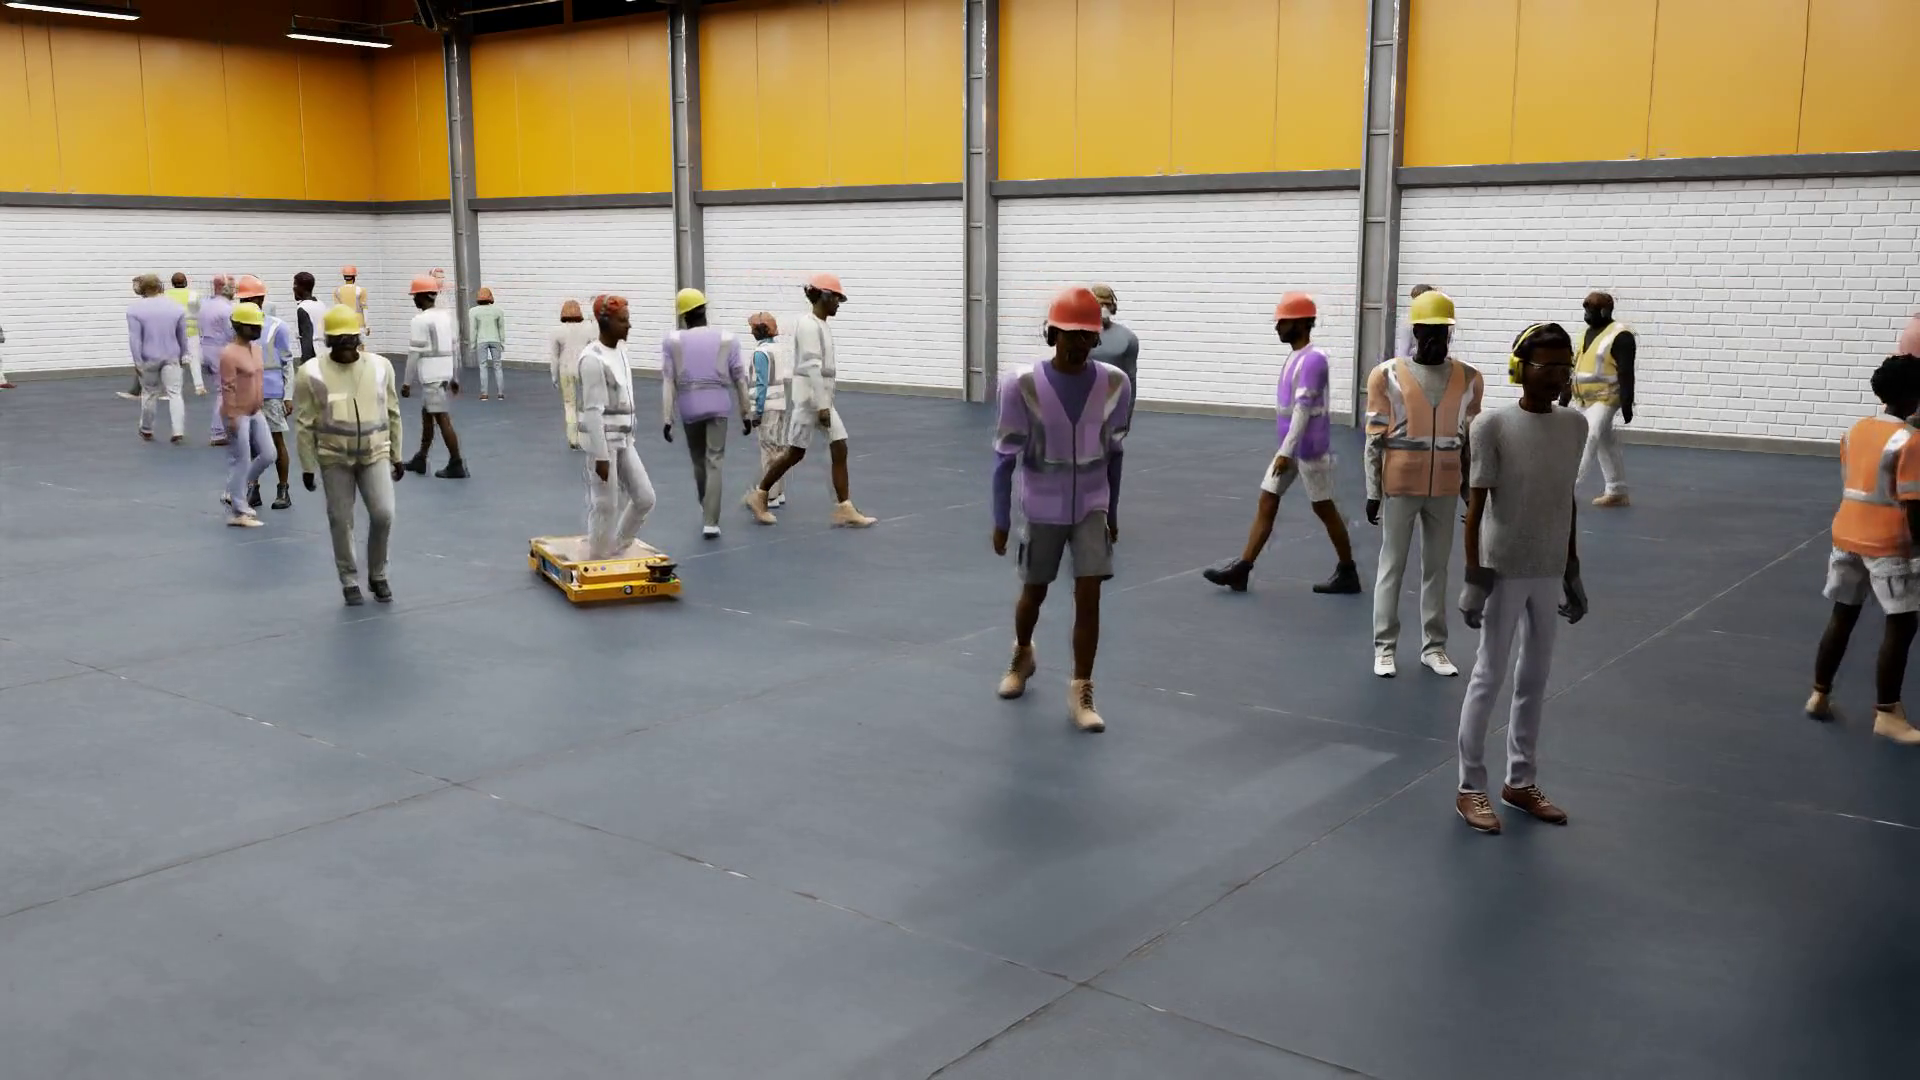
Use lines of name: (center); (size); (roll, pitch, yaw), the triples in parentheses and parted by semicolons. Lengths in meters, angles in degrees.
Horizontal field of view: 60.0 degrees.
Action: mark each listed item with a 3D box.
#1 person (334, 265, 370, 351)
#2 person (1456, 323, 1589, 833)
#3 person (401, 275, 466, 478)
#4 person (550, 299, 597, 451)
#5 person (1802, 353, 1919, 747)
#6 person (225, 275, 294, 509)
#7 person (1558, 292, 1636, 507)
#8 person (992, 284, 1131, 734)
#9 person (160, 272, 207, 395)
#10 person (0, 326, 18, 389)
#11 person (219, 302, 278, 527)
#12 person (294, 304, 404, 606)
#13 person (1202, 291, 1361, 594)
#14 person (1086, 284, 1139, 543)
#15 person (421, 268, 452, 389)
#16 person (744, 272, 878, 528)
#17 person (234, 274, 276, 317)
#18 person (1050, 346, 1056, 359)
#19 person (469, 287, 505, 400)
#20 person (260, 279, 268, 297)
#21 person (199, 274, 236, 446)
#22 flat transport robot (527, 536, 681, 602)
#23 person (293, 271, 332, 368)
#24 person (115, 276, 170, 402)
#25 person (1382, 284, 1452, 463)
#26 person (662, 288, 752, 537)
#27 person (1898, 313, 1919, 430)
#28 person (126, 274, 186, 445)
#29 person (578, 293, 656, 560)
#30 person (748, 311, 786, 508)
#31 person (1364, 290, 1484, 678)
person: (-9.959, -3.538, 27.300); (0.547, 1.938, 0.364); (-1, 10, -4)
person: (2.079, 0.138, 6.117); (0.535, 1.864, 0.309); (-3, 10, -19)
person: (-5.080, -1.535, 15.714); (0.883, 1.901, 0.559); (3, 10, 15)
person: (-4.122, -1.764, 17.852); (0.544, 1.621, 0.351); (-2, 10, -10)
person: (4.040, 0.028, 7.303); (0.332, 1.682, 0.732); (-2, 10, -9)
person: (-5.805, -1.213, 13.767); (0.552, 1.935, 0.360); (0, 10, 0)
person: (5.178, -1.142, 13.756); (0.953, 1.791, 0.658); (-2, 10, -13)
person: (0.431, -0.173, 7.608); (0.629, 1.997, 0.874); (-2, 10, -11)
person: (-11.666, -3.095, 25.003); (0.627, 1.845, 0.429); (-3, 10, -14)
person: (-15.159, -3.251, 25.909); (0.526, 1.847, 0.721); (8, 13, 39)
person: (-5.519, -0.964, 12.889); (0.469, 1.737, 0.561); (1, 10, 7)
person: (-3.622, -0.494, 9.928); (0.628, 1.813, 0.511); (-6, 11, -30)
person: (2.053, -0.587, 10.280); (0.996, 1.884, 0.547); (-2, 10, -9)
person: (1.021, -0.976, 12.517); (0.631, 1.901, 0.986); (0, 10, 2)
person: (-8.083, -3.258, 25.792); (0.403, 1.900, 0.639); (2, 10, 12)
person: (-1.180, -1.075, 12.861); (1.041, 1.978, 0.640); (3, 10, 15)
person: (-8.698, -2.352, 20.610); (0.516, 1.870, 0.349); (-5, 11, -29)
person: (0.984, -1.116, 14.172); (0.827, 1.599, 0.551); (0, 10, -2)
person: (-6.848, -2.837, 24.107); (0.501, 1.631, 0.286); (-5, 11, -26)
person: (-10.502, -3.006, 24.743); (0.574, 1.749, 0.540); (-6, 12, -32)
person: (-8.118, -1.989, 18.445); (0.559, 1.890, 0.662); (-9, 14, -44)
flat transport robot: (-2.310, 0.151, 10.671); (0.652, 0.197, 1.431); (-5, 11, -25)
person: (-7.143, -1.994, 18.364); (0.390, 1.920, 0.587); (-1, 10, -4)
person: (-11.652, -2.858, 23.735); (0.956, 1.796, 0.510); (-7, 12, -34)
person: (4.479, -1.606, 16.402); (0.654, 1.816, 0.727); (-4, 10, -21)
person: (-1.919, -0.974, 12.631); (0.656, 1.850, 1.031); (-1, 10, -7)
person: (7.252, -0.976, 12.486); (0.403, 1.904, 0.652); (8, 13, 39)
person: (-8.977, -2.018, 18.618); (0.638, 1.885, 1.027); (-8, 13, -39)
person: (-2.120, -0.575, 10.247); (0.469, 1.866, 0.616); (2, 10, 10)
person: (-1.603, -1.079, 13.854); (0.309, 1.640, 0.512); (2, 10, 9)
person: (2.313, -0.273, 8.313); (0.588, 1.930, 0.364); (-1, 10, -3)
